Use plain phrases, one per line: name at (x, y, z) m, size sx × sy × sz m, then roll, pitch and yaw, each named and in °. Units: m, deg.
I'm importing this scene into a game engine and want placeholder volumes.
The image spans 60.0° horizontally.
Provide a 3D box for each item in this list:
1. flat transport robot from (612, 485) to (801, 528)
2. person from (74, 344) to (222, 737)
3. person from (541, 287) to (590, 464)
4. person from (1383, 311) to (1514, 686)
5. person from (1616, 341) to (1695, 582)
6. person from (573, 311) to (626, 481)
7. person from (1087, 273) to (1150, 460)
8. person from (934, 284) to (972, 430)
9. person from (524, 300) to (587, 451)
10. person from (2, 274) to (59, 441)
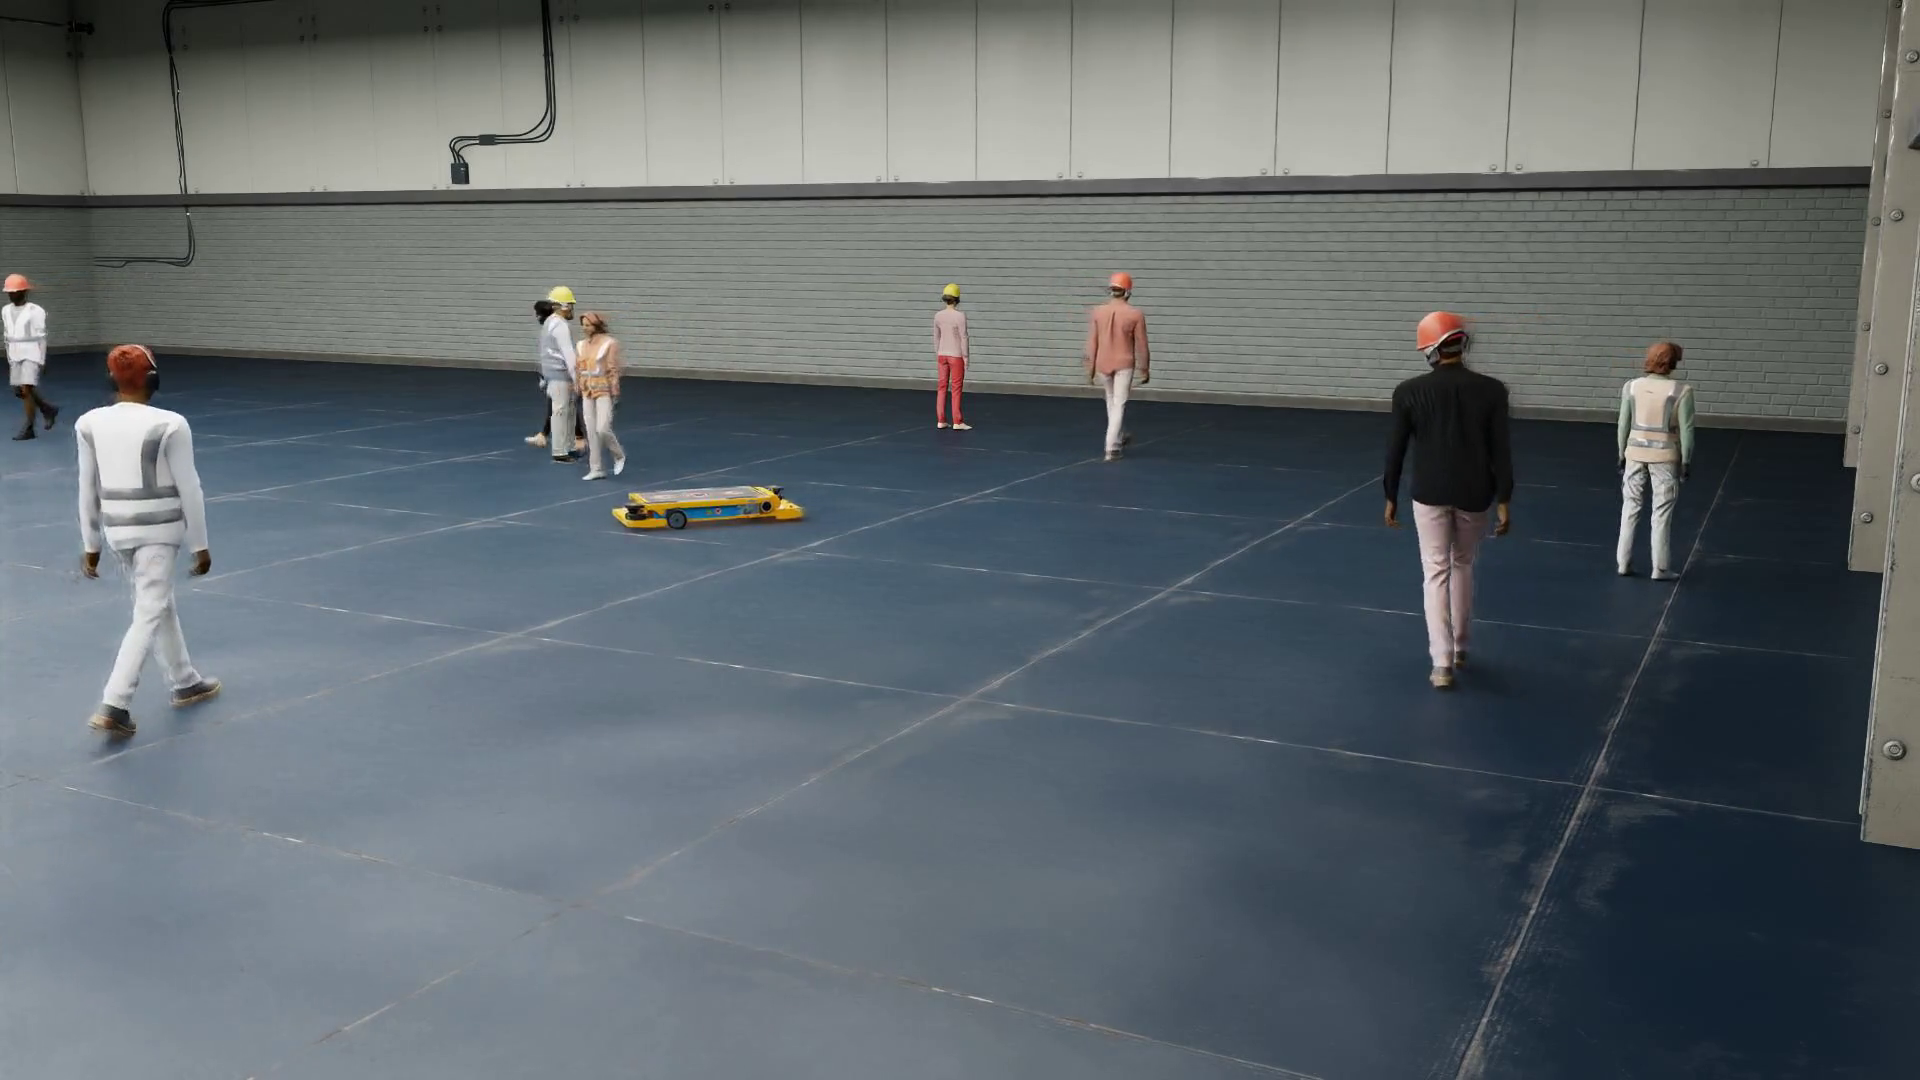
flat transport robot at (-2.093, -0.284, 13.722) m, size 1.431 × 0.197 × 0.652 m, roll -4°, pitch 11°, yaw -22°
person at (-3.923, -0.015, 7.971) m, size 0.582 × 1.842 × 0.976 m, roll 2°, pitch 11°, yaw 11°
person at (-4.028, -1.694, 17.209) m, size 0.570 × 1.815 × 0.626 m, roll -4°, pitch 11°, yaw -21°
person at (2.585, -0.230, 8.848) m, size 0.637 × 1.939 × 0.859 m, roll 1°, pitch 10°, yaw 5°
person at (4.739, -0.535, 11.365) m, size 0.310 × 1.636 × 0.522 m, roll -9°, pitch 14°, yaw -40°
person at (-3.486, -1.382, 15.985) m, size 0.544 × 1.626 × 0.373 m, roll 6°, pitch 12°, yaw 30°
person at (1.725, -1.854, 17.703) m, size 0.629 × 1.943 × 1.001 m, roll 6°, pitch 12°, yaw 31°
person at (-0.090, -2.208, 20.137) m, size 0.525 × 1.769 × 0.313 m, roll 9°, pitch 14°, yaw 40°
person at (-4.463, -1.781, 18.119) m, size 0.830 × 1.640 × 0.574 m, roll 1°, pitch 10°, yaw 7°
person at (-10.785, -2.129, 19.302) m, size 0.543 × 1.915 × 0.683 m, roll 2°, pitch 11°, yaw 13°
